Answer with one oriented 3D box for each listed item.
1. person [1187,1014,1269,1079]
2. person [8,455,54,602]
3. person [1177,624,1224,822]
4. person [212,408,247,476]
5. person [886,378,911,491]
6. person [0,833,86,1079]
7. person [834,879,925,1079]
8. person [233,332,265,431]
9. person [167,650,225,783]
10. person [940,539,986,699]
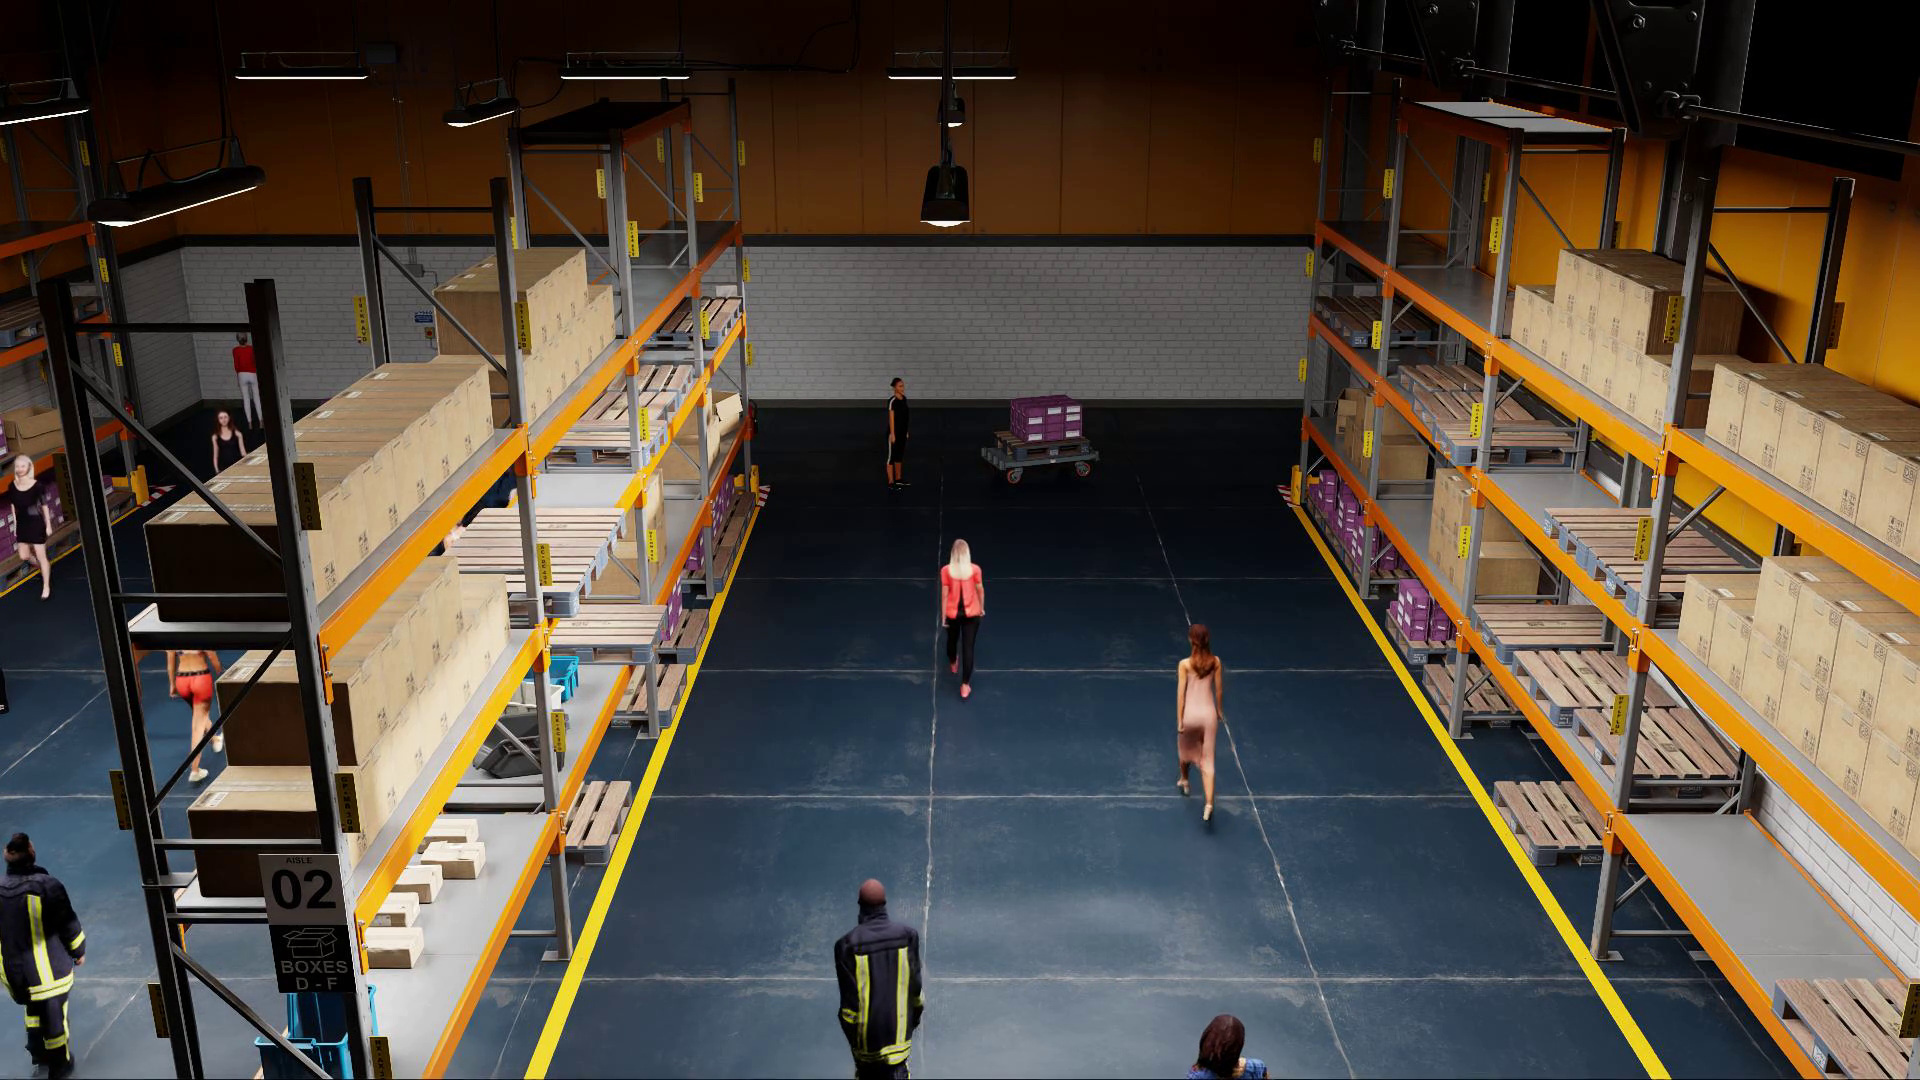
[{"bbox_3d":[1.518,3.531,9.412,0.739,1.799,0.770,-4,19,-12],"label":"person"},{"bbox_3d":[-11.332,-0.169,20.371,0.619,1.817,0.736,-2,19,-5],"label":"person"},{"bbox_3d":[2.169,1.676,14.947,0.729,1.782,1.190,-2,19,-6],"label":"person"},{"bbox_3d":[-10.039,-0.991,22.932,0.761,1.741,0.845,-9,21,-25],"label":"person"},{"bbox_3d":[-0.946,-1.617,24.903,0.720,1.668,0.620,11,22,30],"label":"person"},{"bbox_3d":[-6.331,2.868,11.301,0.784,1.850,0.718,-1,19,-4],"label":"person"},{"bbox_3d":[-0.506,3.109,10.702,0.952,1.776,1.233,-6,19,-16],"label":"person"},{"bbox_3d":[-12.023,-2.711,28.115,0.612,1.693,0.629,-6,19,-16],"label":"person"},{"bbox_3d":[-7.254,1.436,15.721,0.623,1.743,1.151,0,19,-1],"label":"person"},{"bbox_3d":[0.023,0.856,17.594,0.673,1.646,1.115,2,19,5],"label":"person"}]
